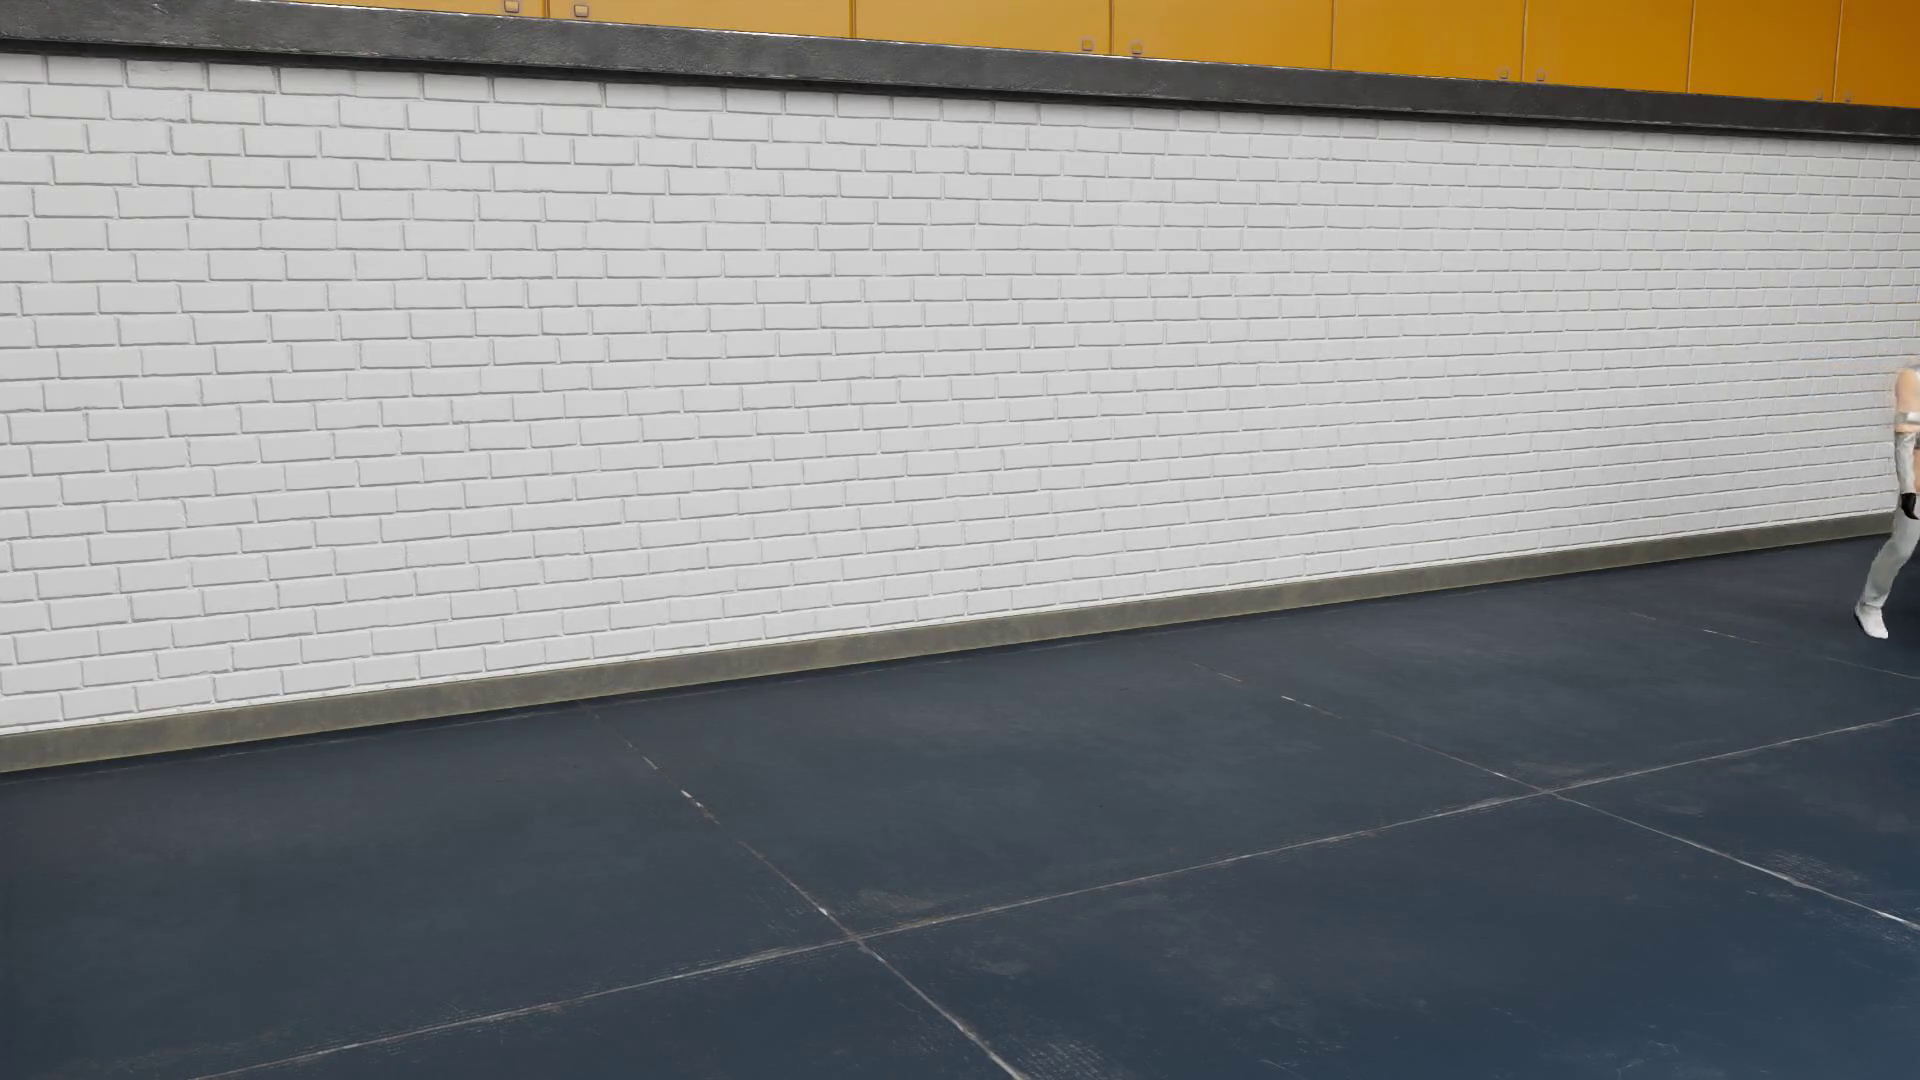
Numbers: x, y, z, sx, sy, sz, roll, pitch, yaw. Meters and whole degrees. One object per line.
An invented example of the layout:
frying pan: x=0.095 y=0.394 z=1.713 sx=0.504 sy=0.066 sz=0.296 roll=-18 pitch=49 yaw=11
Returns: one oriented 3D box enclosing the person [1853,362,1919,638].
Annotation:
person: x=5.180 y=-0.331 z=8.828 sx=0.589 sy=1.882 sz=0.987 roll=0 pitch=10 yaw=-1
